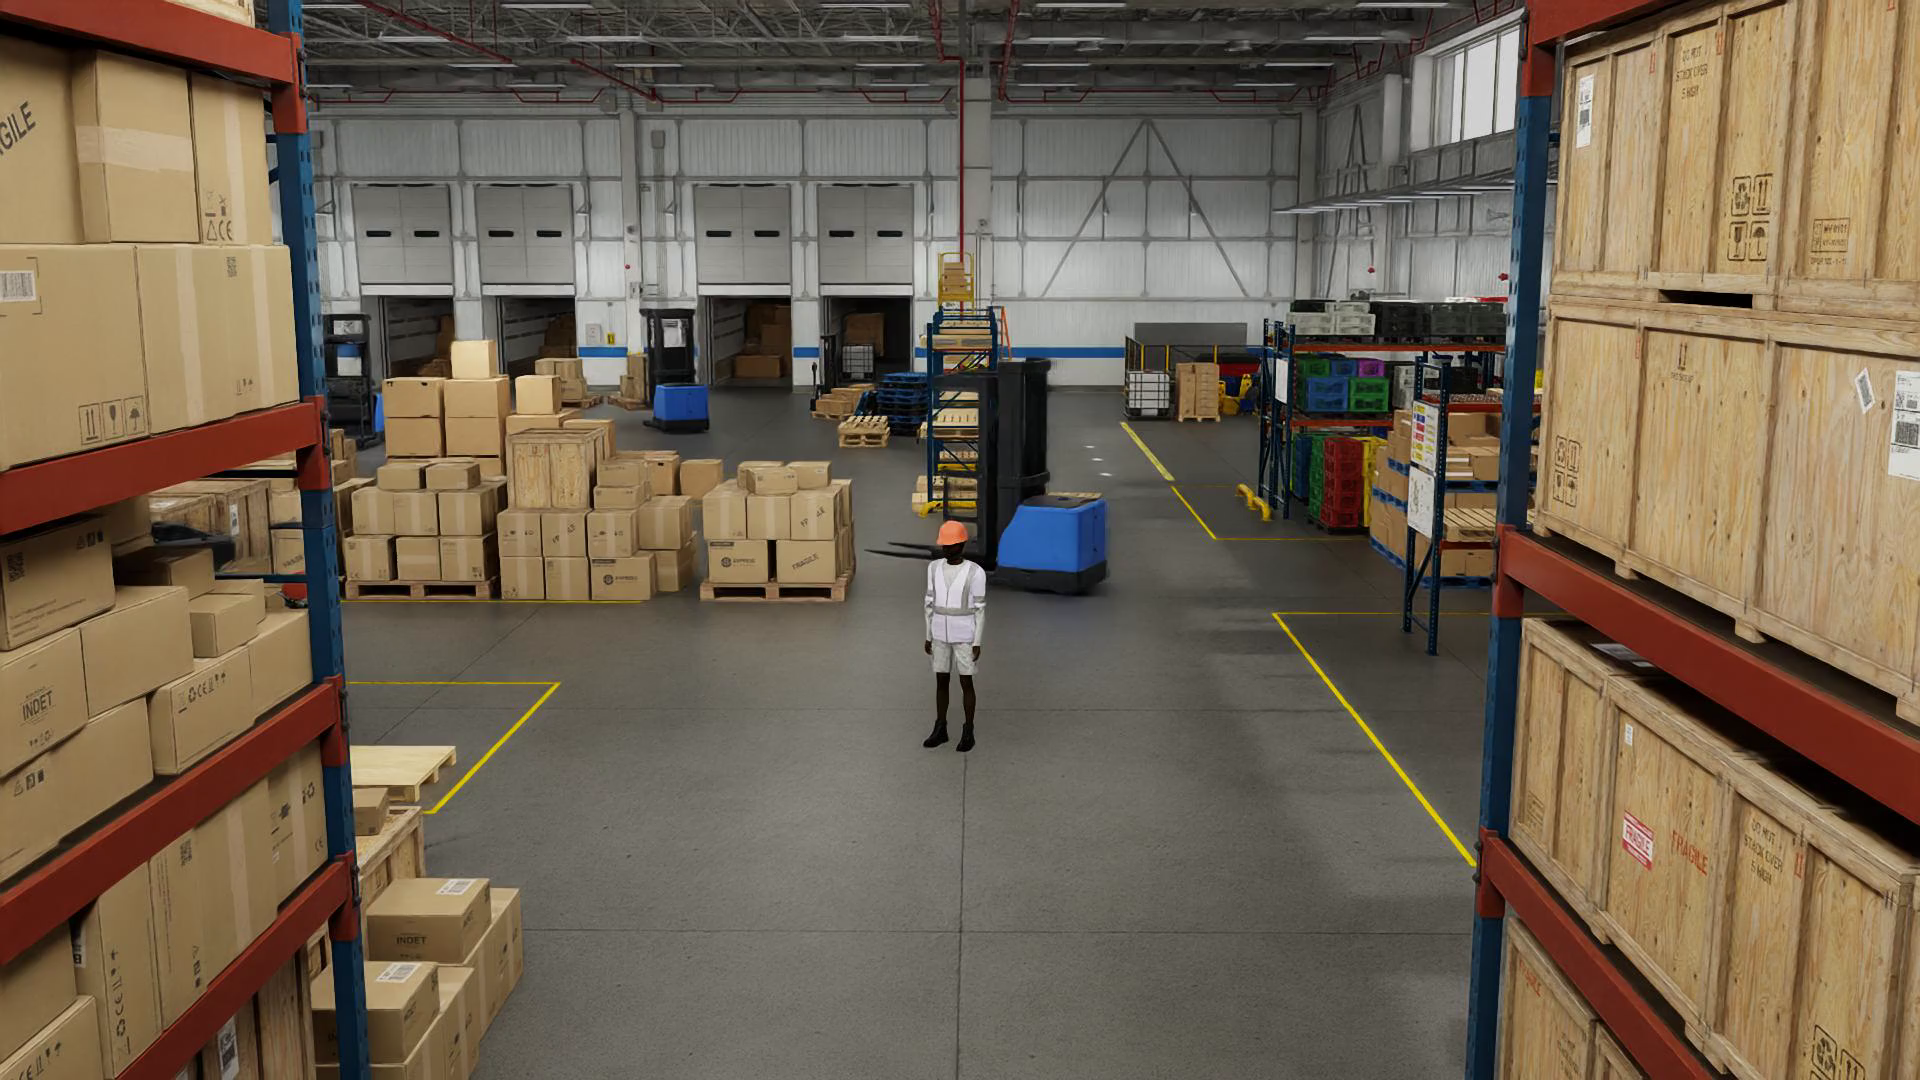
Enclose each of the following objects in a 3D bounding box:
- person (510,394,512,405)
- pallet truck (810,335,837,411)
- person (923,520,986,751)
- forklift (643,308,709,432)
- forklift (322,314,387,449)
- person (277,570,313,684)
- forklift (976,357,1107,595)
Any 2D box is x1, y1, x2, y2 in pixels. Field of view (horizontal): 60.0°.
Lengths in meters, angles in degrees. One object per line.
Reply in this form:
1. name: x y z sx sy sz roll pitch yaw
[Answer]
1. person: -9.250 -2.483 33.442 0.540 1.696 0.316 5 11 28
2. pallet truck: -3.021 -4.312 43.126 1.885 1.965 0.823 3 10 17
3. person: -0.056 0.793 13.843 0.543 1.939 0.355 4 11 24
4. forklift: -6.623 -3.980 38.665 1.129 2.768 1.873 -5 11 -25
5. forklift: -12.976 -3.414 35.398 1.129 2.768 1.873 0 10 1
6. person: -4.461 1.190 11.392 0.380 1.995 0.611 -9 13 -43
7. forklift: 0.796 -0.841 20.553 1.873 2.768 1.129 5 11 25
